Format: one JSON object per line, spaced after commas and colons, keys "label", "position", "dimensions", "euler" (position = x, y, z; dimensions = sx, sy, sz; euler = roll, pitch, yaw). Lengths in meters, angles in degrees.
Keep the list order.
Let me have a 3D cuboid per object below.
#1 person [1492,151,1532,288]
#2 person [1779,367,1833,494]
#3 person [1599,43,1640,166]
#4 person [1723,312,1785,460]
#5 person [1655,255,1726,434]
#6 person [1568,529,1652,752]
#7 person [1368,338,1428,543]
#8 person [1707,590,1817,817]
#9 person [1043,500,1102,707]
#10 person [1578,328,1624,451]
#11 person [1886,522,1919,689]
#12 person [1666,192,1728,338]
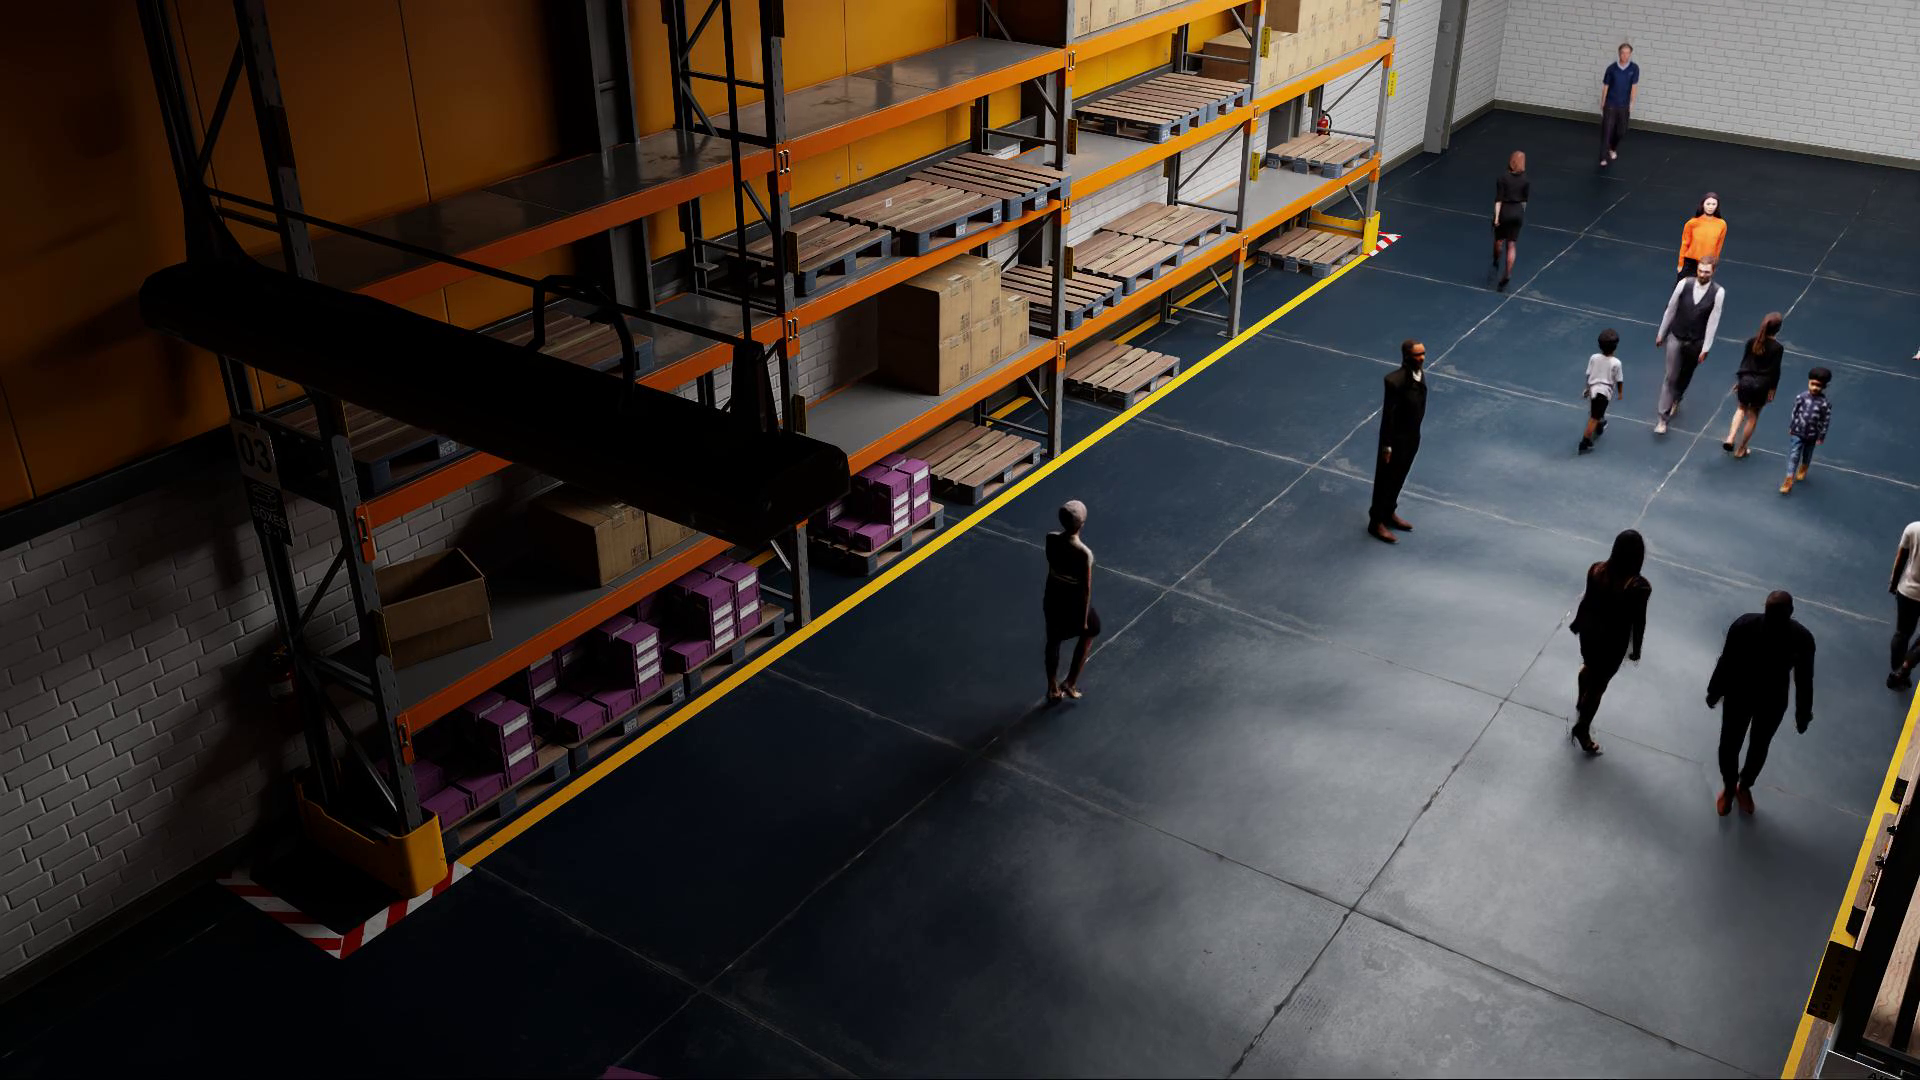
{"label": "person", "position": [6.946, -3.993, 21.022], "dimensions": [0.980, 1.623, 1.216], "euler": [0, 29, 0]}
{"label": "person", "position": [8.229, -1.089, 16.117], "dimensions": [0.499, 1.222, 0.850], "euler": [20, 34, 32]}
{"label": "person", "position": [10.222, -6.797, 25.914], "dimensions": [0.802, 1.861, 0.849], "euler": [6, 29, 11]}
{"label": "person", "position": [7.892, -1.524, 16.575], "dimensions": [0.678, 1.547, 0.605], "euler": [-25, 37, -38]}
{"label": "person", "position": [7.567, -2.088, 17.266], "dimensions": [0.865, 1.876, 1.317], "euler": [14, 32, 24]}
{"label": "person", "position": [4.737, 0.751, 12.255], "dimensions": [0.882, 1.690, 0.841], "euler": [-14, 31, -24]}
{"label": "person", "position": [3.991, -0.939, 15.130], "dimensions": [0.788, 1.904, 0.591], "euler": [24, 37, 37]}
{"label": "person", "position": [5.507, 1.083, 11.537], "dimensions": [0.895, 1.795, 0.795], "euler": [9, 30, 15]}
{"label": "person", "position": [0.753, 0.531, 12.606], "dimensions": [0.648, 1.741, 0.697], "euler": [21, 35, 33]}
{"label": "person", "position": [6.471, -1.489, 16.857], "dimensions": [0.934, 1.216, 0.599], "euler": [-25, 38, -38]}
{"label": "person", "position": [7.427, 0.414, 12.848], "dimensions": [0.723, 1.714, 0.717], "euler": [-24, 37, -37]}
{"label": "person", "position": [8.620, -3.214, 19.462], "dimensions": [0.698, 1.749, 0.693], "euler": [5, 29, 9]}
